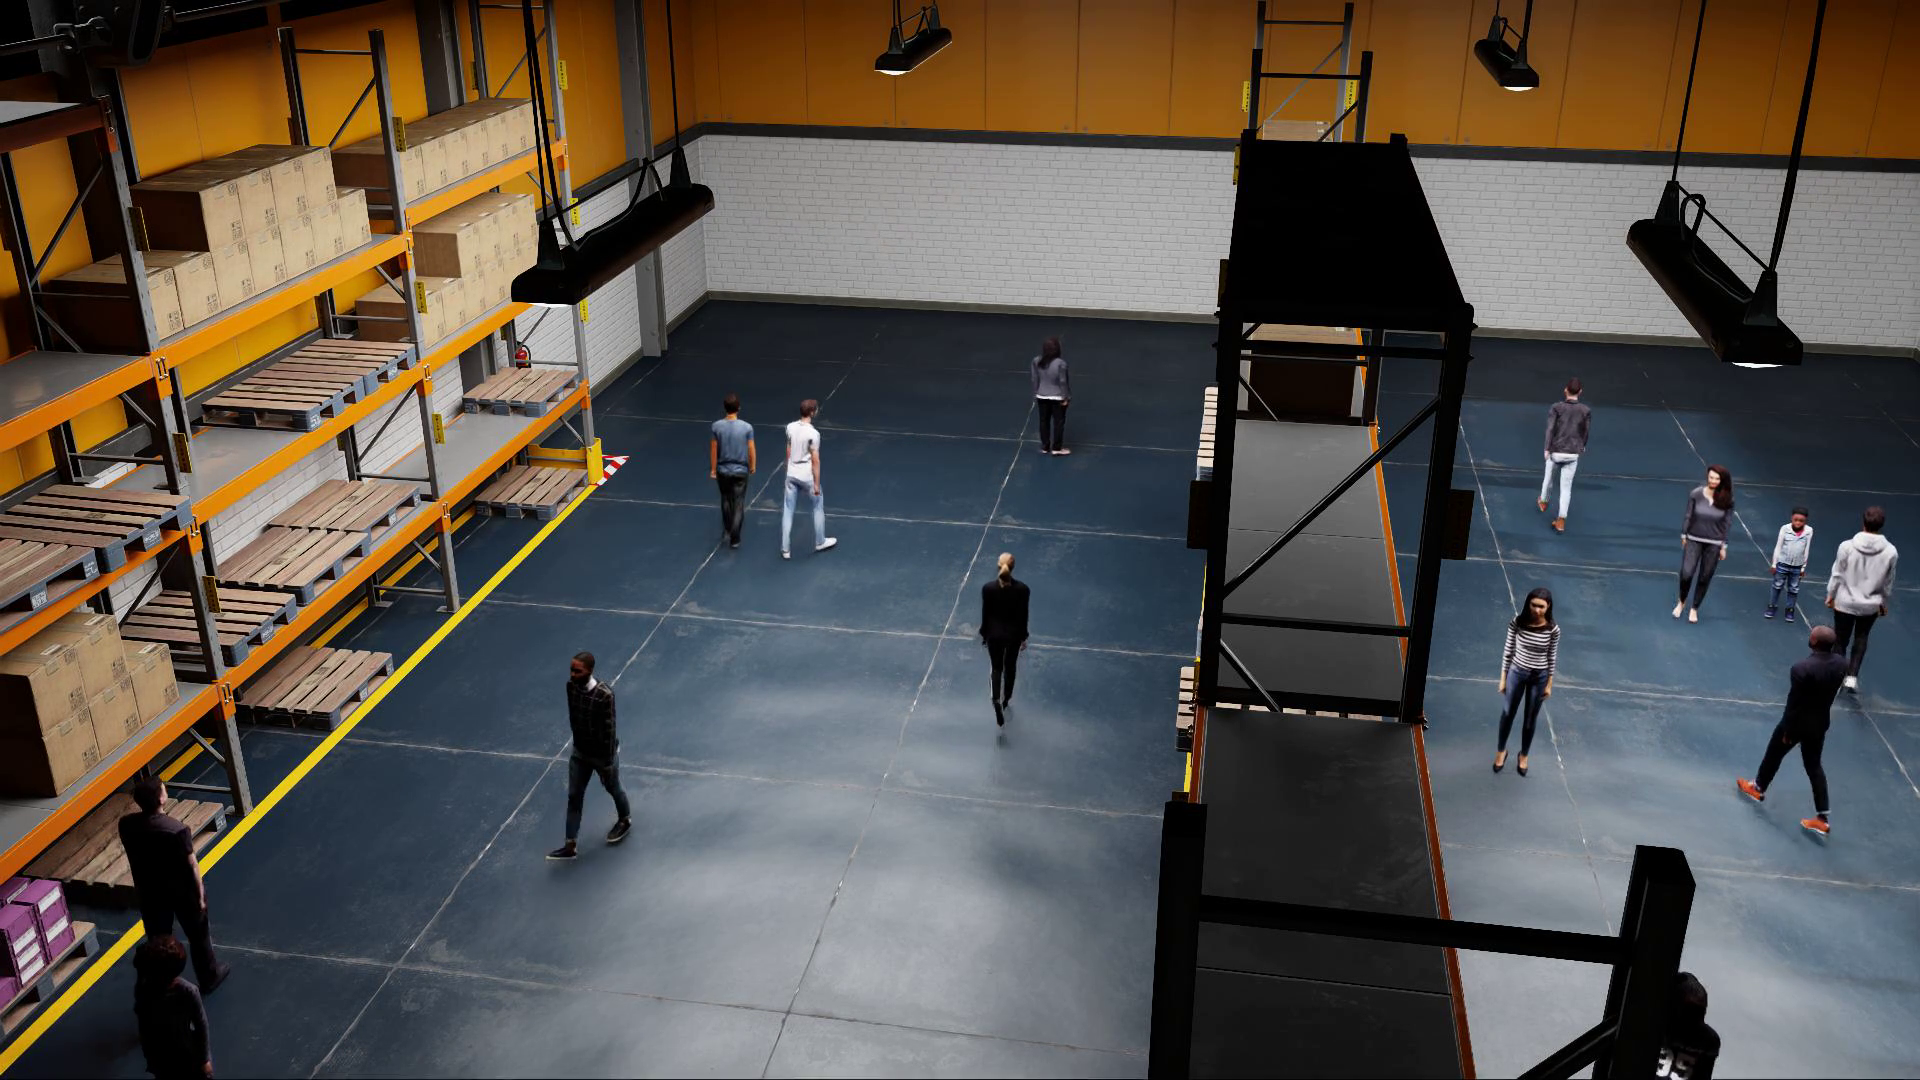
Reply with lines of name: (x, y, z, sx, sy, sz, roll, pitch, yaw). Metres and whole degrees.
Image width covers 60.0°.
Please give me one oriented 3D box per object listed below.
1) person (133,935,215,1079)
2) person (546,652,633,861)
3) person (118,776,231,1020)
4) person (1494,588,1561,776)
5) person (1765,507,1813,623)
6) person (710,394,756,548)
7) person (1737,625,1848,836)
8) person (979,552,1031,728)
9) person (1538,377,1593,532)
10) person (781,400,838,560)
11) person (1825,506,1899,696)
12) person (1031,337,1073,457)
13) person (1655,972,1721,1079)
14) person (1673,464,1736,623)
person: (-4.776, 3.163, 10.200, 0.573, 1.711, 0.502, 4, 24, 9)
person: (-2.882, 1.684, 13.494, 0.936, 1.782, 1.211, 12, 26, 26)
person: (-5.555, 2.505, 11.559, 0.755, 1.827, 1.072, 3, 24, 6)
person: (4.947, 1.230, 14.516, 0.606, 1.795, 0.547, 8, 25, 17)
person: (8.736, 0.227, 17.482, 0.524, 1.258, 0.543, 10, 26, 22)
person: (-2.609, -0.763, 19.086, 0.777, 1.787, 0.963, -1, 24, -3)
person: (7.033, 1.587, 13.723, 1.071, 1.776, 1.314, -7, 25, -15)
person: (0.406, 0.941, 15.313, 0.687, 1.686, 1.001, 1, 24, 3)
person: (7.124, -0.975, 19.553, 0.694, 1.801, 1.105, 3, 24, 7)
person: (-1.830, -0.668, 18.836, 0.846, 1.813, 1.004, 12, 26, 26)
person: (8.515, 0.623, 15.747, 0.753, 1.921, 0.722, 9, 25, 20)
person: (1.214, -1.892, 21.910, 0.816, 1.594, 0.780, 16, 28, 33)
person: (4.196, 3.293, 9.929, 0.890, 1.689, 1.235, 13, 27, 27)
person: (7.780, -0.003, 17.383, 0.658, 1.759, 0.652, 9, 25, 20)
